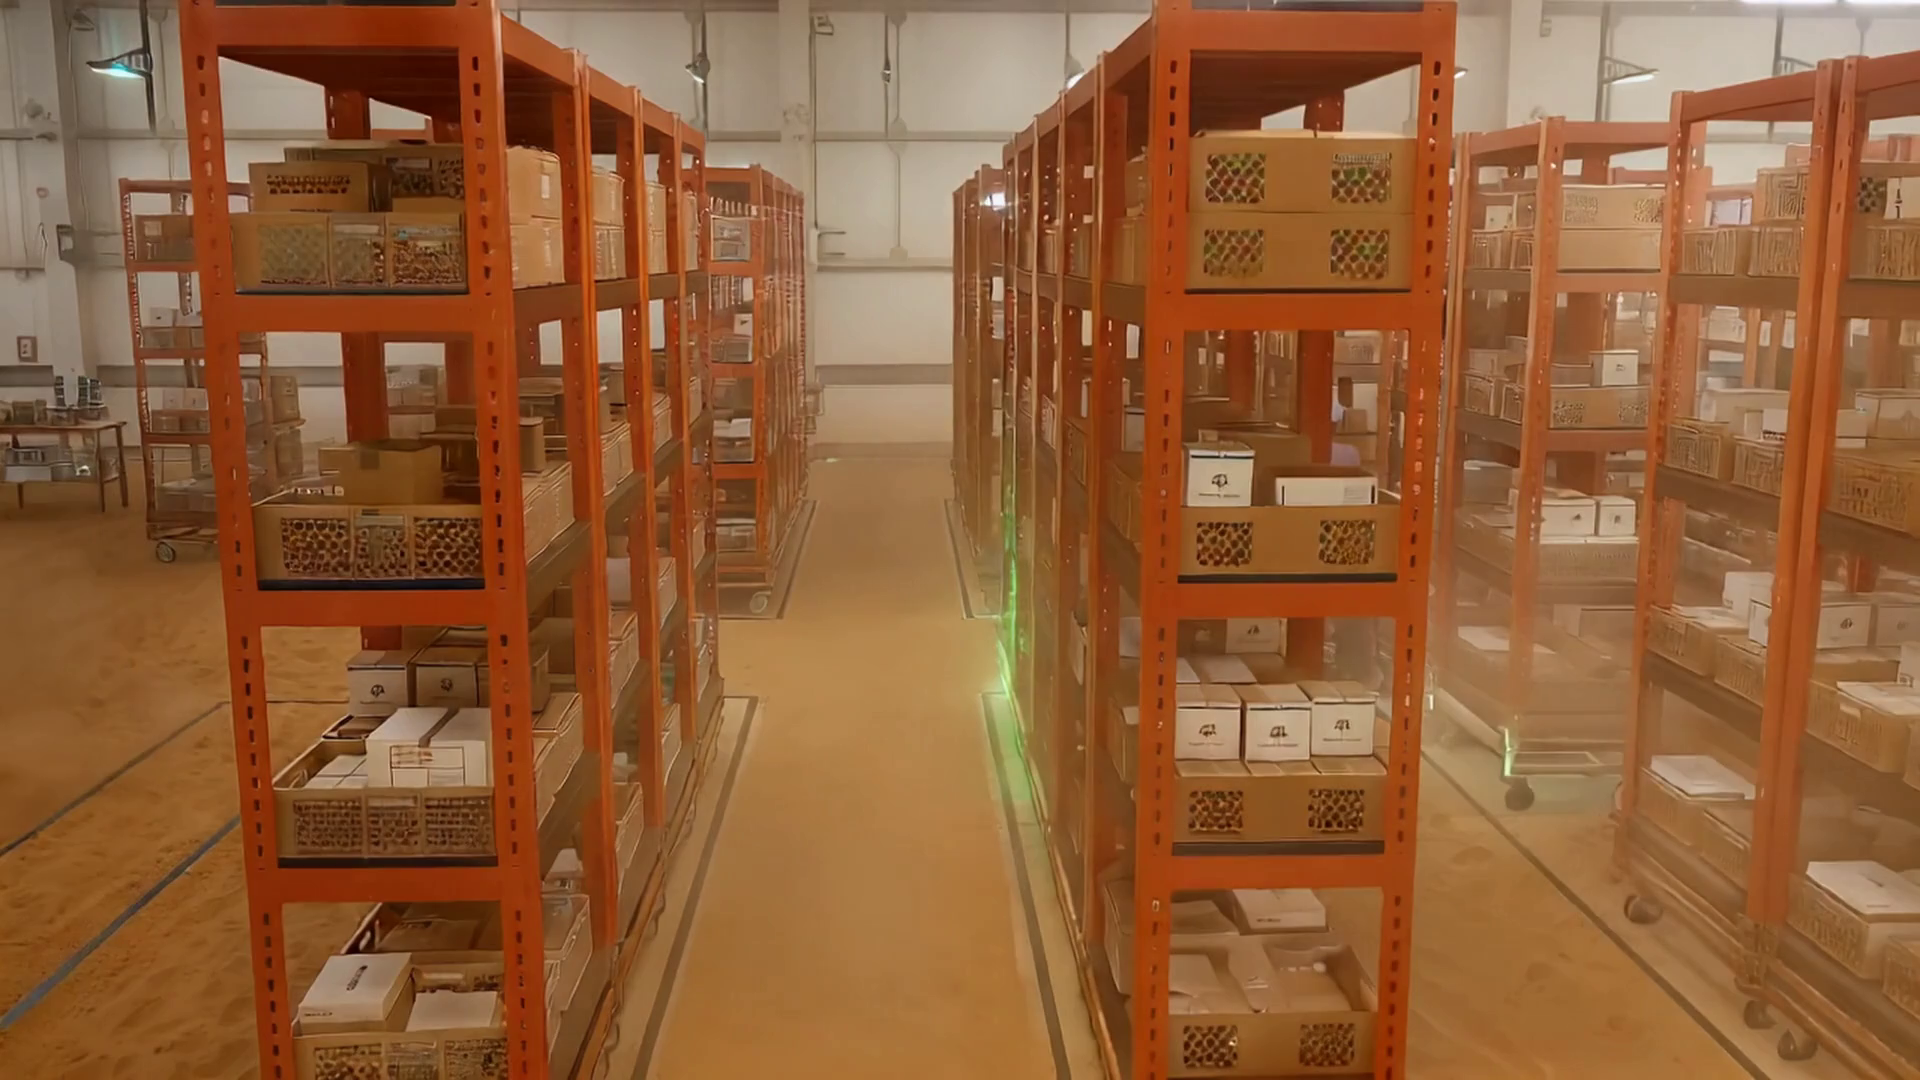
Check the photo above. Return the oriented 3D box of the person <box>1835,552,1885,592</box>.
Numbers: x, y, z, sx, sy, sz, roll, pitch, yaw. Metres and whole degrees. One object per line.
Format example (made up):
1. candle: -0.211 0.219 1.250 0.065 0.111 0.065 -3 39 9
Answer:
1. person: 6.708 -0.084 12.247 0.586 1.835 0.403 -4 11 -23

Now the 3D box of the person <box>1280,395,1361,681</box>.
1. person: 2.440 -0.010 11.366 0.609 1.997 0.375 -2 10 -10
